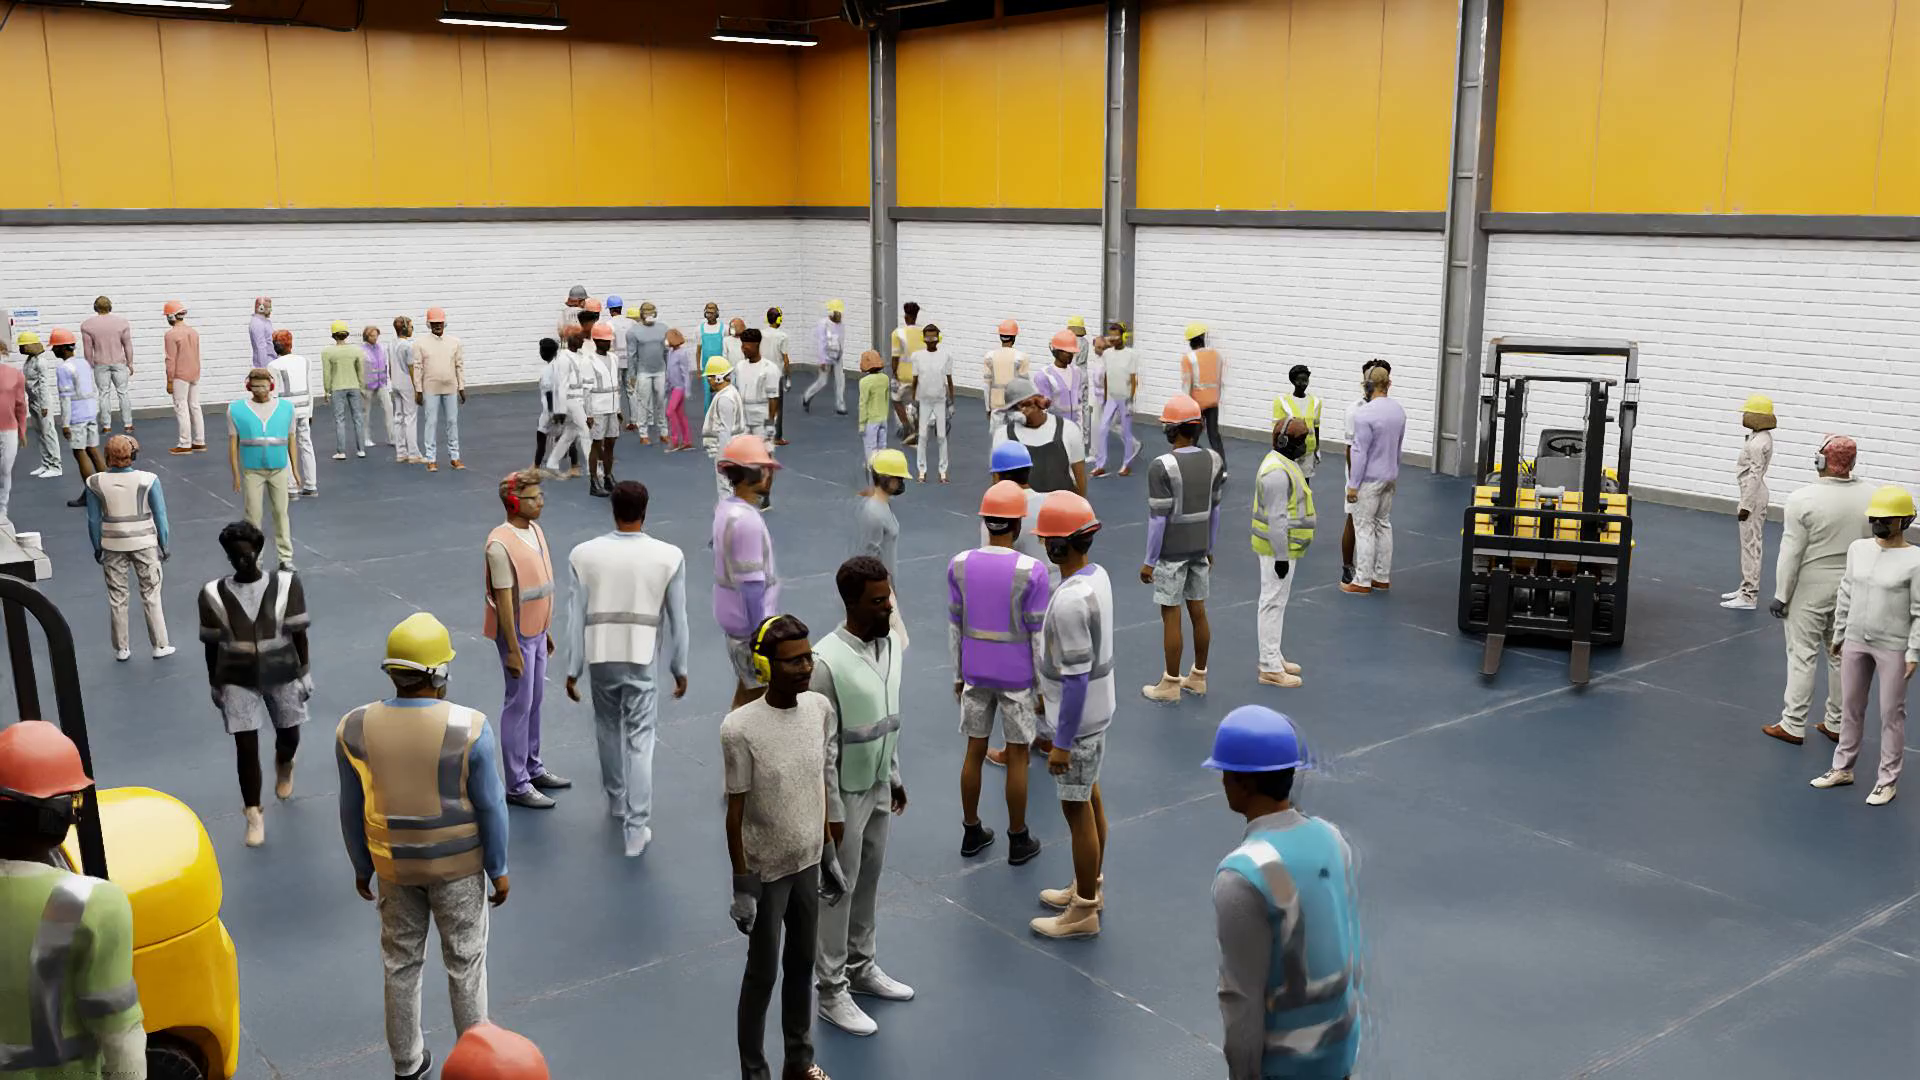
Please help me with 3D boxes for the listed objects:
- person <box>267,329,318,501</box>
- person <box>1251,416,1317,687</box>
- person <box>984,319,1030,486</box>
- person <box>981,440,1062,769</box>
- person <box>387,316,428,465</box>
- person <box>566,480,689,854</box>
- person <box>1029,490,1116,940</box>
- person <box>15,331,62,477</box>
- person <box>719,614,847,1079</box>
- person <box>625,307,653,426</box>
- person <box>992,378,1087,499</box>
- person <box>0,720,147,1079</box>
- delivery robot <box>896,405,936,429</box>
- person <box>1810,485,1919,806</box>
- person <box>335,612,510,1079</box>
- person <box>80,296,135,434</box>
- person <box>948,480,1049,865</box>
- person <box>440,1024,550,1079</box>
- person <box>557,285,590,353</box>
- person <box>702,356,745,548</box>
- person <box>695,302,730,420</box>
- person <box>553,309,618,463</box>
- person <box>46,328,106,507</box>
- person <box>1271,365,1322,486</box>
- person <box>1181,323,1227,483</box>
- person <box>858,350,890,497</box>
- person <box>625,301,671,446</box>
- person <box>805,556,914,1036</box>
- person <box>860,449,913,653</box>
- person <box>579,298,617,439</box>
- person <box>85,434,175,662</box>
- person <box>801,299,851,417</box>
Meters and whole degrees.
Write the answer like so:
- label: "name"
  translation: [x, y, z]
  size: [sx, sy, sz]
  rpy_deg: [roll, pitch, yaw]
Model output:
- label: "person"
  translation: [-7.333, -1.368, 18.240]
  size: [0.358, 1.880, 0.575]
  rpy_deg: [6, 13, 26]
- label: "person"
  translation: [2.214, 0.069, 11.399]
  size: [0.430, 1.840, 0.621]
  rpy_deg: [3, 12, 14]
- label: "person"
  translation: [0.542, -1.542, 18.933]
  size: [0.542, 1.938, 0.358]
  rpy_deg: [4, 12, 17]
- label: "person"
  translation: [0.370, 0.384, 9.675]
  size: [0.644, 1.929, 0.456]
  rpy_deg: [-8, 14, -35]
- label: "person"
  translation: [-6.881, -1.856, 20.672]
  size: [0.507, 1.847, 0.344]
  rpy_deg: [9, 15, 37]
- label: "person"
  translation: [-1.720, 0.623, 8.686]
  size: [0.615, 1.854, 0.922]
  rpy_deg: [-1, 12, -5]
- label: "person"
  translation: [0.492, 0.786, 7.443]
  size: [0.394, 2.040, 0.609]
  rpy_deg: [3, 12, 14]
- label: "person"
  translation: [-10.975, -1.615, 19.775]
  size: [0.484, 1.737, 0.321]
  rpy_deg: [10, 15, 41]
- label: "person"
  translation: [-0.619, 1.178, 5.952]
  size: [0.328, 1.877, 0.510]
  rpy_deg: [10, 15, 39]
- label: "person"
  translation: [-4.672, -2.506, 24.084]
  size: [0.326, 1.736, 0.486]
  rpy_deg: [3, 12, 15]
- label: "person"
  translation: [0.620, -0.243, 12.409]
  size: [0.767, 2.000, 0.543]
  rpy_deg: [0, 12, 2]
- label: "person"
  translation: [-2.367, 1.482, 4.150]
  size: [0.633, 2.015, 0.759]
  rpy_deg: [2, 12, 11]
- label: "delivery robot"
  translation: [-0.550, -1.729, 22.966]
  size: [0.477, 0.478, 0.707]
  rpy_deg: [10, 15, 41]
- label: "person"
  translation: [5.040, 0.571, 9.146]
  size: [0.312, 1.768, 0.522]
  rpy_deg: [-6, 13, -28]
- label: "person"
  translation: [-1.943, 1.165, 6.114]
  size: [0.602, 1.830, 0.404]
  rpy_deg: [1, 12, 3]
- label: "person"
  translation: [-11.920, -2.449, 23.310]
  size: [0.631, 1.940, 0.372]
  rpy_deg: [-6, 13, -27]
- label: "person"
  translation: [0.207, 0.660, 8.316]
  size: [0.544, 1.930, 0.387]
  rpy_deg: [6, 13, 26]
- label: "person"
  translation: [-0.846, 1.802, 3.299]
  size: [0.444, 1.726, 0.592]
  rpy_deg: [10, 15, 40]
- label: "person"
  translation: [-5.502, -2.694, 24.245]
  size: [0.684, 2.000, 0.537]
  rpy_deg: [10, 15, 39]
- label: "person"
  translation: [-2.249, -0.840, 15.846]
  size: [0.403, 1.817, 0.601]
  rpy_deg: [-1, 12, -5]
- label: "person"
  translation: [-3.488, -2.445, 23.556]
  size: [0.501, 1.839, 0.345]
  rpy_deg: [0, 12, 1]
- label: "person"
  translation: [-4.716, -1.927, 20.798]
  size: [0.841, 1.937, 0.610]
  rpy_deg: [8, 14, 34]
- label: "person"
  translation: [-9.525, -1.317, 17.905]
  size: [0.427, 1.924, 0.558]
  rpy_deg: [0, 12, 1]
- label: "person"
  translation: [3.290, -0.869, 16.270]
  size: [0.532, 1.696, 0.319]
  rpy_deg: [-3, 12, -16]
- label: "person"
  translation: [2.834, -1.590, 19.376]
  size: [0.604, 1.860, 0.971]
  rpy_deg: [-5, 13, -24]
- label: "person"
  translation: [-0.955, -1.297, 18.506]
  size: [0.276, 1.627, 0.497]
  rpy_deg: [8, 14, 34]
- label: "person"
  translation: [-4.144, -2.225, 22.267]
  size: [0.639, 1.926, 0.367]
  rpy_deg: [-7, 14, -31]
- label: "person"
  translation: [-0.417, 0.998, 6.712]
  size: [0.397, 1.920, 0.587]
  rpy_deg: [6, 13, 27]
- label: "person"
  translation: [-0.492, 0.297, 10.499]
  size: [0.402, 1.739, 0.544]
  rpy_deg: [1, 12, 3]
- label: "person"
  translation: [-4.966, -2.314, 22.659]
  size: [0.545, 1.939, 0.373]
  rpy_deg: [1, 12, 3]
- label: "person"
  translation: [-5.941, 0.061, 11.914]
  size: [0.522, 1.639, 0.306]
  rpy_deg: [-3, 12, -13]
- label: "person"
  translation: [-2.029, -2.767, 25.202]
  size: [0.787, 1.796, 0.603]
  rpy_deg: [10, 15, 40]
